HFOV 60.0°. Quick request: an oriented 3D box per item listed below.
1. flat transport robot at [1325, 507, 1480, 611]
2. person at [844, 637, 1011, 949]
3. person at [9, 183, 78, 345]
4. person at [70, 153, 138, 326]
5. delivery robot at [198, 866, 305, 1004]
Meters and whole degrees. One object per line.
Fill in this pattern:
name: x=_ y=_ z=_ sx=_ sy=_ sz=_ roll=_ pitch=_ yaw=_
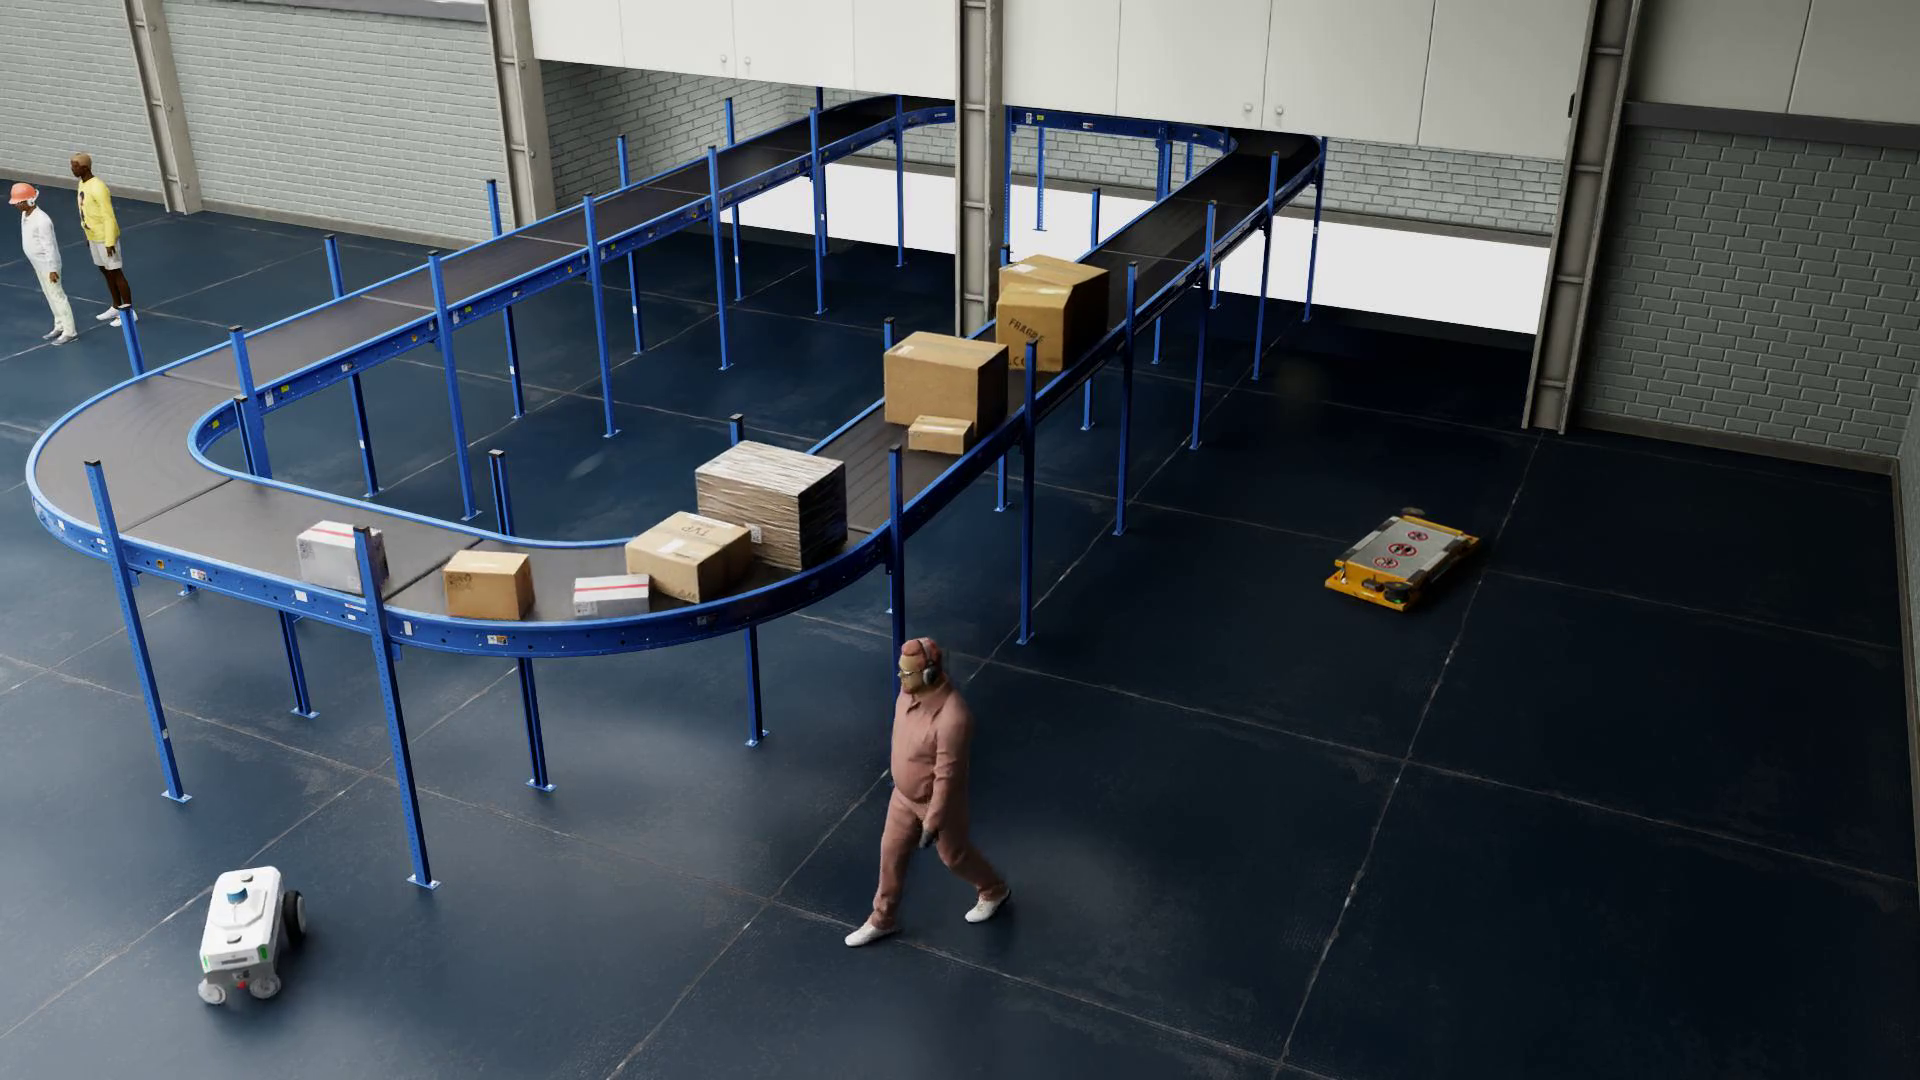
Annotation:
flat transport robot: x=3.526 y=0.142 z=13.190 sx=0.659 sy=0.231 sz=1.431 roll=19 pitch=32 yaw=34
person: x=-0.146 y=1.350 z=8.964 sx=0.947 sy=1.862 sz=0.639 roll=-16 pitch=31 yaw=-30
person: x=-9.812 y=-2.961 z=17.782 sx=0.349 sy=1.743 sz=0.563 roll=-24 pitch=35 yaw=-39
person: x=-9.460 y=-3.320 z=18.333 sx=0.556 sy=1.898 sz=0.366 roll=22 pitch=34 yaw=37
delivery robot: x=-3.841 y=2.094 z=8.957 sx=0.499 sy=0.614 sz=0.785 roll=-7 pitch=27 yaw=-13
